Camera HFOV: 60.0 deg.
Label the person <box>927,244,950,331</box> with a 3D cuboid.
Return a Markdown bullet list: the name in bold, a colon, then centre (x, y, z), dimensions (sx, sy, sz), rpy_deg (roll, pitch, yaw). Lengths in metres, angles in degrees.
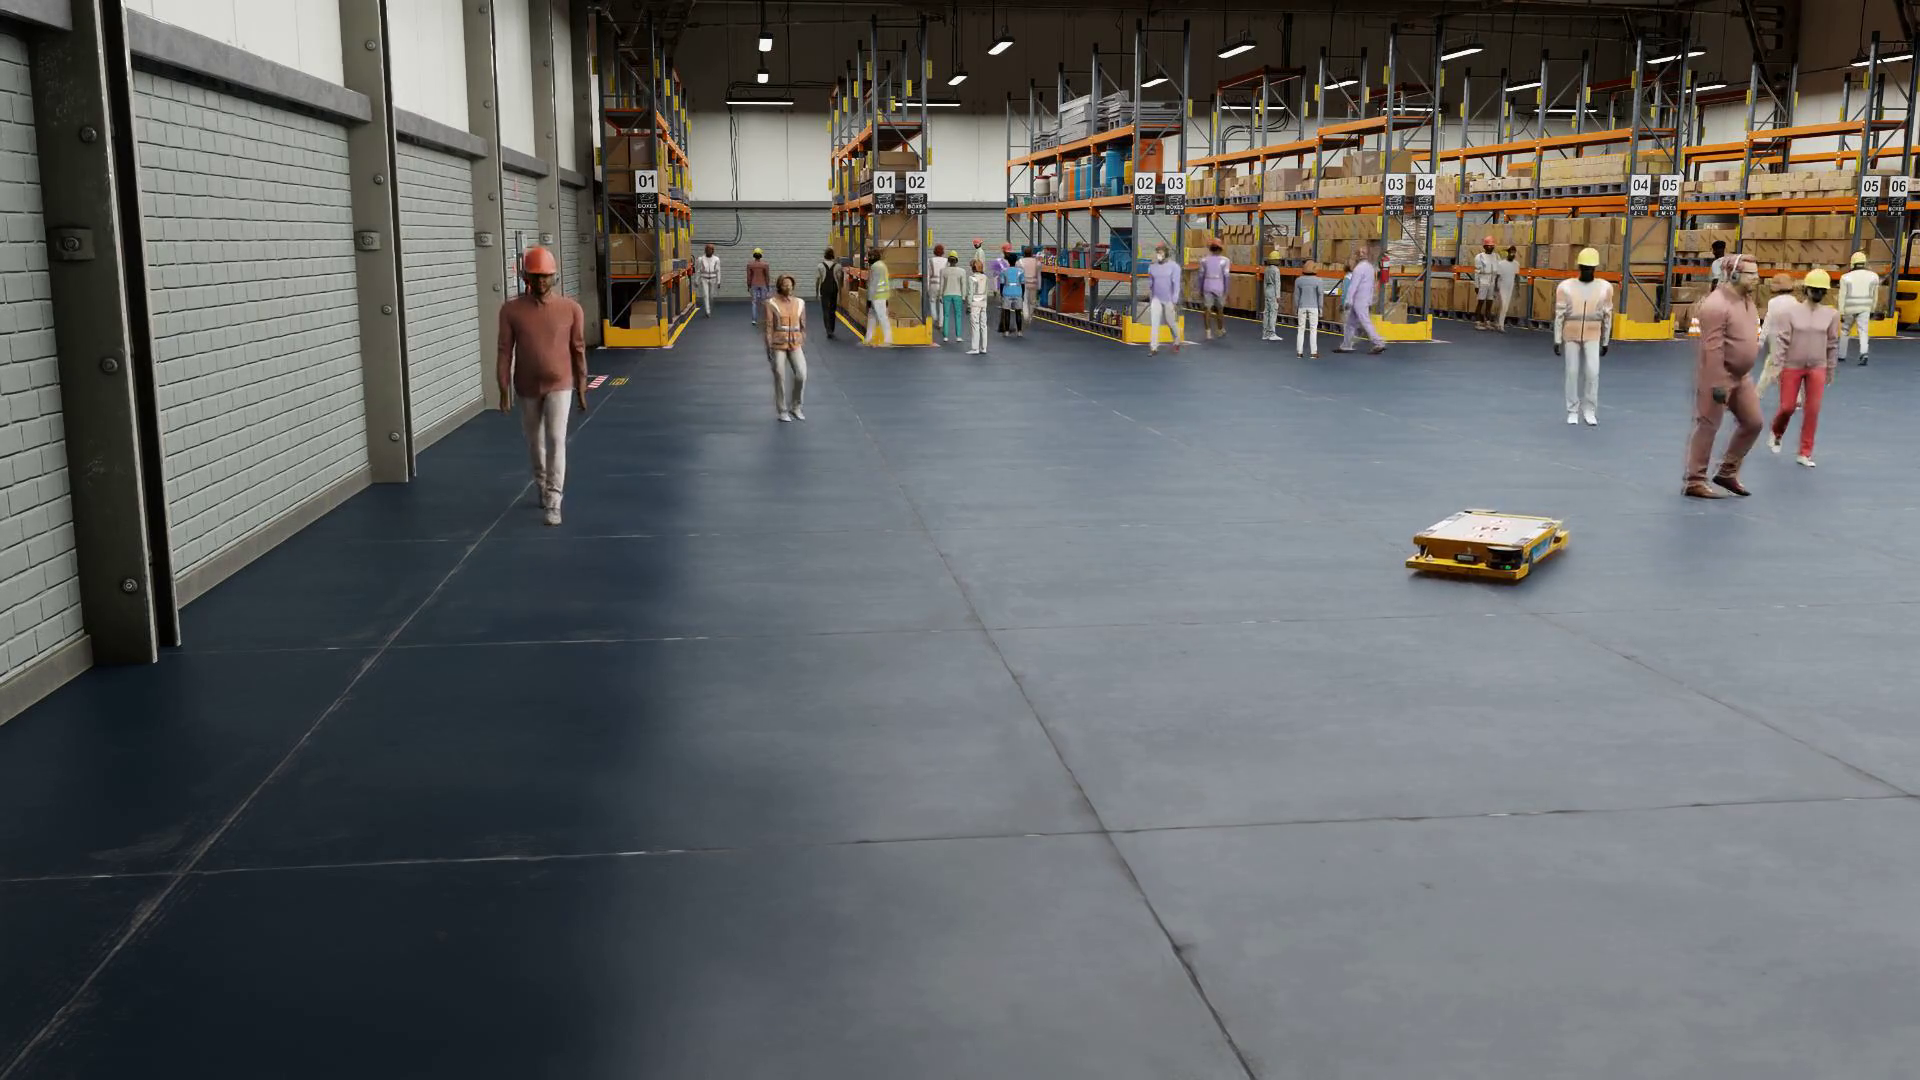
- **person**: centre (-0.471, -5.493, 36.199), dimensions (0.611, 1.860, 0.643), rpy_deg (-1, 10, -8)

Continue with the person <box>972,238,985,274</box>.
- **person**: centre (0.569, -8.260, 51.029), dimensions (0.393, 1.985, 0.611), rpy_deg (-1, 10, -3)

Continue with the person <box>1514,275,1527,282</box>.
- **person**: centre (17.035, -8.055, 50.357), dimensions (0.939, 1.811, 0.680), rpy_deg (6, 12, 28)

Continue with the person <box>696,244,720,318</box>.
- **person**: centre (-6.359, -6.533, 41.945), dimensions (0.596, 1.858, 0.834), rpy_deg (-4, 11, -20)

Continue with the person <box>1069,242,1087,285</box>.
- **person**: centre (3.406, -7.486, 47.089), dimensions (0.638, 1.879, 1.053), rpy_deg (-2, 10, -9)

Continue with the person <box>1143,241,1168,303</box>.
- **person**: centre (5.857, -7.840, 49.002), dimensions (0.987, 1.897, 0.560), rpy_deg (-1, 10, -6)

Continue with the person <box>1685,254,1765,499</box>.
- **person**: centre (5.933, -1.245, 12.831), dimensions (0.648, 1.892, 0.555), rpy_deg (-7, 13, -34)

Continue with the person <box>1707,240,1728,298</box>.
- **person**: centre (14.413, -4.709, 31.633), dimensions (0.604, 1.959, 0.377), rpy_deg (-9, 14, -40)

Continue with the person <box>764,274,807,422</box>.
- **person**: centre (-1.901, -2.094, 18.224), dimensions (0.520, 1.624, 0.432), rpy_deg (-5, 11, -25)

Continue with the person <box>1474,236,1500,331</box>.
- **person**: centre (11.425, -5.545, 36.016), dimensions (0.605, 2.037, 0.404), rpy_deg (-4, 11, -20)

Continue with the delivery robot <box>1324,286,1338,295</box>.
- **delivery robot**: centre (11.223, -7.328, 49.587), dimensions (0.707, 0.478, 0.477), rpy_deg (3, 11, 14)

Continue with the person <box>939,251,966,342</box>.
- **person**: centre (-0.144, -4.732, 32.315), dimensions (0.518, 1.757, 0.341), rpy_deg (0, 10, 1)

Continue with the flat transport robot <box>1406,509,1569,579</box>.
- **flat transport robot**: centre (3.318, 0.010, 10.393), dimensions (0.652, 0.197, 1.431), rpy_deg (6, 12, 31)

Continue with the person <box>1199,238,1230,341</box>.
- **person**: centre (5.030, -4.938, 32.802), dimensions (0.630, 1.984, 1.031), rpy_deg (4, 11, 22)

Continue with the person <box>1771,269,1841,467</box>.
- **person**: centre (7.517, -1.541, 14.836), dimensions (0.539, 1.747, 0.533), rpy_deg (2, 11, 11)

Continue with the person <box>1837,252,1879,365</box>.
- **person**: centre (14.267, -3.676, 26.431), dimensions (0.589, 1.796, 0.896), rpy_deg (3, 11, 15)

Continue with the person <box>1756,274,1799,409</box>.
- **person**: centre (9.670, -2.363, 19.765), dimensions (0.519, 1.580, 0.842), rpy_deg (-7, 12, -33)

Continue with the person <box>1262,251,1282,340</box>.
- **person**: centre (6.195, -4.829, 32.884), dimensions (0.304, 1.743, 0.494), rpy_deg (-4, 11, -21)

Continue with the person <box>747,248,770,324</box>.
- **person**: centre (-4.695, -5.905, 38.722), dimensions (0.526, 1.768, 0.314), rpy_deg (-1, 10, -7)

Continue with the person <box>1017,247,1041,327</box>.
- **person**: centre (1.525, -5.688, 37.437), dimensions (0.630, 1.812, 0.858), rpy_deg (-2, 10, -10)

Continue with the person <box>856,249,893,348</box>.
- **person**: centre (-1.588, -4.426, 30.532), dimensions (0.817, 1.789, 0.711), rpy_deg (2, 11, 11)

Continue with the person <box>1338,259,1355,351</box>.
- **person**: centre (6.885, -4.178, 29.612), dimensions (0.395, 1.621, 0.543), rpy_deg (5, 12, 26)

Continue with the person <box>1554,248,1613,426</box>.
- **person**: centre (6.701, -2.176, 17.908), dimensions (0.592, 1.905, 0.652), rpy_deg (3, 11, 17)

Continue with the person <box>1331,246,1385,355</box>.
- **person**: centre (6.968, -4.145, 28.815), dimensions (0.970, 1.871, 0.649), rpy_deg (5, 12, 27)

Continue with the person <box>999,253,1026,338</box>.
- **person**: centre (1.054, -4.927, 33.543), dimensions (0.540, 1.697, 0.317), rpy_deg (0, 10, -3)

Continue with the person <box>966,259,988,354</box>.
- **person**: centre (0.300, -4.030, 28.785), dimensions (0.308, 1.641, 0.511), rpy_deg (8, 13, 37)

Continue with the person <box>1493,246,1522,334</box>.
- **person**: centre (11.428, -5.206, 34.704), dimensions (0.512, 1.836, 0.637), rpy_deg (-4, 11, -20)

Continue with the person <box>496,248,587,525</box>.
- **person**: centre (-3.028, -1.133, 12.056), dimensions (0.626, 1.957, 0.970), rpy_deg (-2, 10, -8)

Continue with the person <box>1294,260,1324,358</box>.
- **person**: centre (5.847, -3.864, 27.888), dimensions (0.500, 1.636, 0.280), rpy_deg (5, 12, 28)

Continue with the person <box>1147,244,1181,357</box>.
- **person**: centre (3.515, -4.099, 28.447), dimensions (0.629, 1.908, 0.937), rpy_deg (6, 12, 30)

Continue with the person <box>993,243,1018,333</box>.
- **person**: centre (1.044, -5.330, 35.199), dimensions (0.534, 1.890, 0.856), rpy_deg (-7, 12, -33)

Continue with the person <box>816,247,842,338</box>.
- **person**: centre (-2.639, -4.992, 33.586), dimensions (0.513, 1.821, 0.856), rpy_deg (-2, 10, -8)
